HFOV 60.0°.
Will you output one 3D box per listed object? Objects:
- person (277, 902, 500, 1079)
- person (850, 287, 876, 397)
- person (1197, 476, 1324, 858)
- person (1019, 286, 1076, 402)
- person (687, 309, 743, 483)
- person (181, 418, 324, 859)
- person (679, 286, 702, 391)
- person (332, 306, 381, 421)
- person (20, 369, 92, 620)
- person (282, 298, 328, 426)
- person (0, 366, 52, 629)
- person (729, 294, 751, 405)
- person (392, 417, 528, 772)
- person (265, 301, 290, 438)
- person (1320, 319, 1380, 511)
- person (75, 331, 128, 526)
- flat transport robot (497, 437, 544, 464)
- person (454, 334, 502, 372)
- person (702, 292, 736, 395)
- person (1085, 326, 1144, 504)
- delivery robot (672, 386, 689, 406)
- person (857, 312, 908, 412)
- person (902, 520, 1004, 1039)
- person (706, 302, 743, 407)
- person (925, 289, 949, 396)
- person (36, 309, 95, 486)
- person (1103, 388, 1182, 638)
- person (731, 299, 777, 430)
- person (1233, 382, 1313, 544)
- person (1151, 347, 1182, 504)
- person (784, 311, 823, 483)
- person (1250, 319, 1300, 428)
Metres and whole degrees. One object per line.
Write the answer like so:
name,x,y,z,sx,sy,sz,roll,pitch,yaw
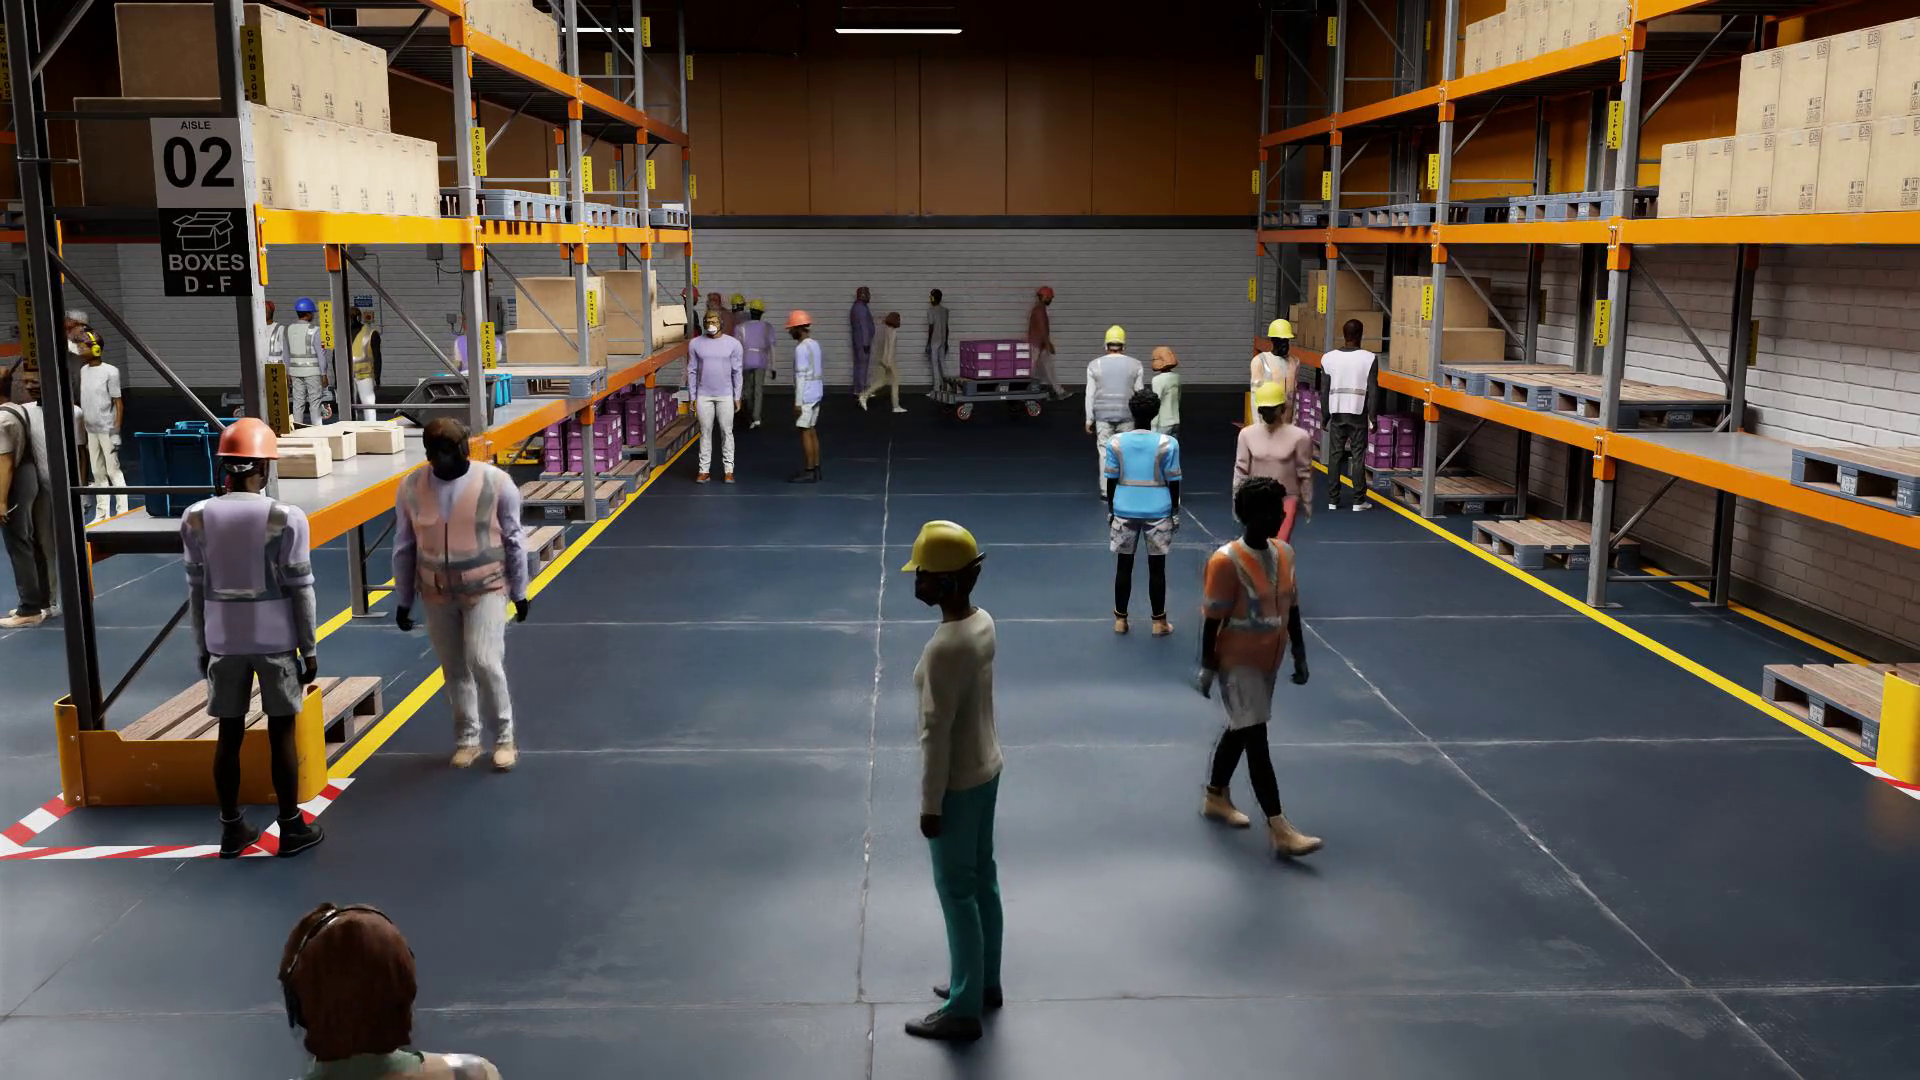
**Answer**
person,-0.932,1.402,2.700,0.514,1.616,0.626,-8,13,-39
person,-1.670,-3.431,28.833,0.407,1.906,0.655,-3,11,-17
person,1.354,0.547,7.356,0.550,1.655,0.794,-9,14,-41
person,1.415,-3.250,27.740,1.036,1.928,0.606,2,10,12
person,-2.722,-1.592,18.503,0.632,1.940,0.372,0,10,0
person,-3.064,0.432,7.258,0.538,1.929,0.382,-1,10,-3
person,-4.256,-3.017,26.281,0.396,1.992,0.623,-7,13,-36
person,-7.985,-2.173,22.010,0.633,1.841,0.429,0,10,0
person,-6.393,-0.343,11.735,0.512,1.872,0.330,0,10,2
person,-8.550,-2.186,21.790,0.616,1.943,0.398,3,11,15
person,-6.599,-0.304,11.588,0.329,1.842,0.509,-2,10,-11
person,-3.637,-3.132,27.373,0.404,1.831,0.600,5,11,25
person,-2.523,0.287,8.399,0.642,1.825,0.511,1,10,4
person,-9.327,-2.286,22.525,0.586,1.879,0.342,5,11,27
person,3.888,-1.243,16.628,0.587,1.913,0.391,6,12,29
person,-7.950,-0.993,15.375,0.518,1.865,0.326,5,11,25
flat transport robot,-5.363,-1.113,20.477,0.652,0.197,1.431,0,10,-1
person,-5.926,-1.895,20.486,0.588,1.830,0.615,-3,11,-18
person,-3.766,-2.960,26.276,0.625,1.890,0.669,8,13,39
person,1.581,-1.265,16.987,0.623,1.828,0.446,1,10,4
delivery robot,-4.067,-2.019,24.470,0.707,0.478,0.477,3,10,15
person,-1.209,-2.788,26.124,0.725,1.601,0.515,-4,11,-22
person,-0.030,0.806,5.640,0.336,1.763,0.524,3,11,18
person,-3.938,-3.025,26.927,0.924,1.785,0.616,6,12,30
person,-0.399,-3.420,28.878,0.309,1.868,0.534,9,14,41
person,-9.451,-1.478,17.583,0.533,2.000,0.837,2,10,13
person,1.244,-0.181,11.305,0.540,1.700,0.316,4,11,19
person,-2.953,-2.513,23.859,0.644,1.868,0.984,0,10,-1
person,2.234,-0.283,11.859,0.541,1.711,0.953,5,11,24
person,2.084,-1.148,16.907,0.290,1.623,0.497,8,13,36
person,-1.750,-1.586,18.527,0.427,1.919,0.558,2,10,13
person,3.118,-1.213,16.418,0.587,1.928,0.381,-6,12,-30
